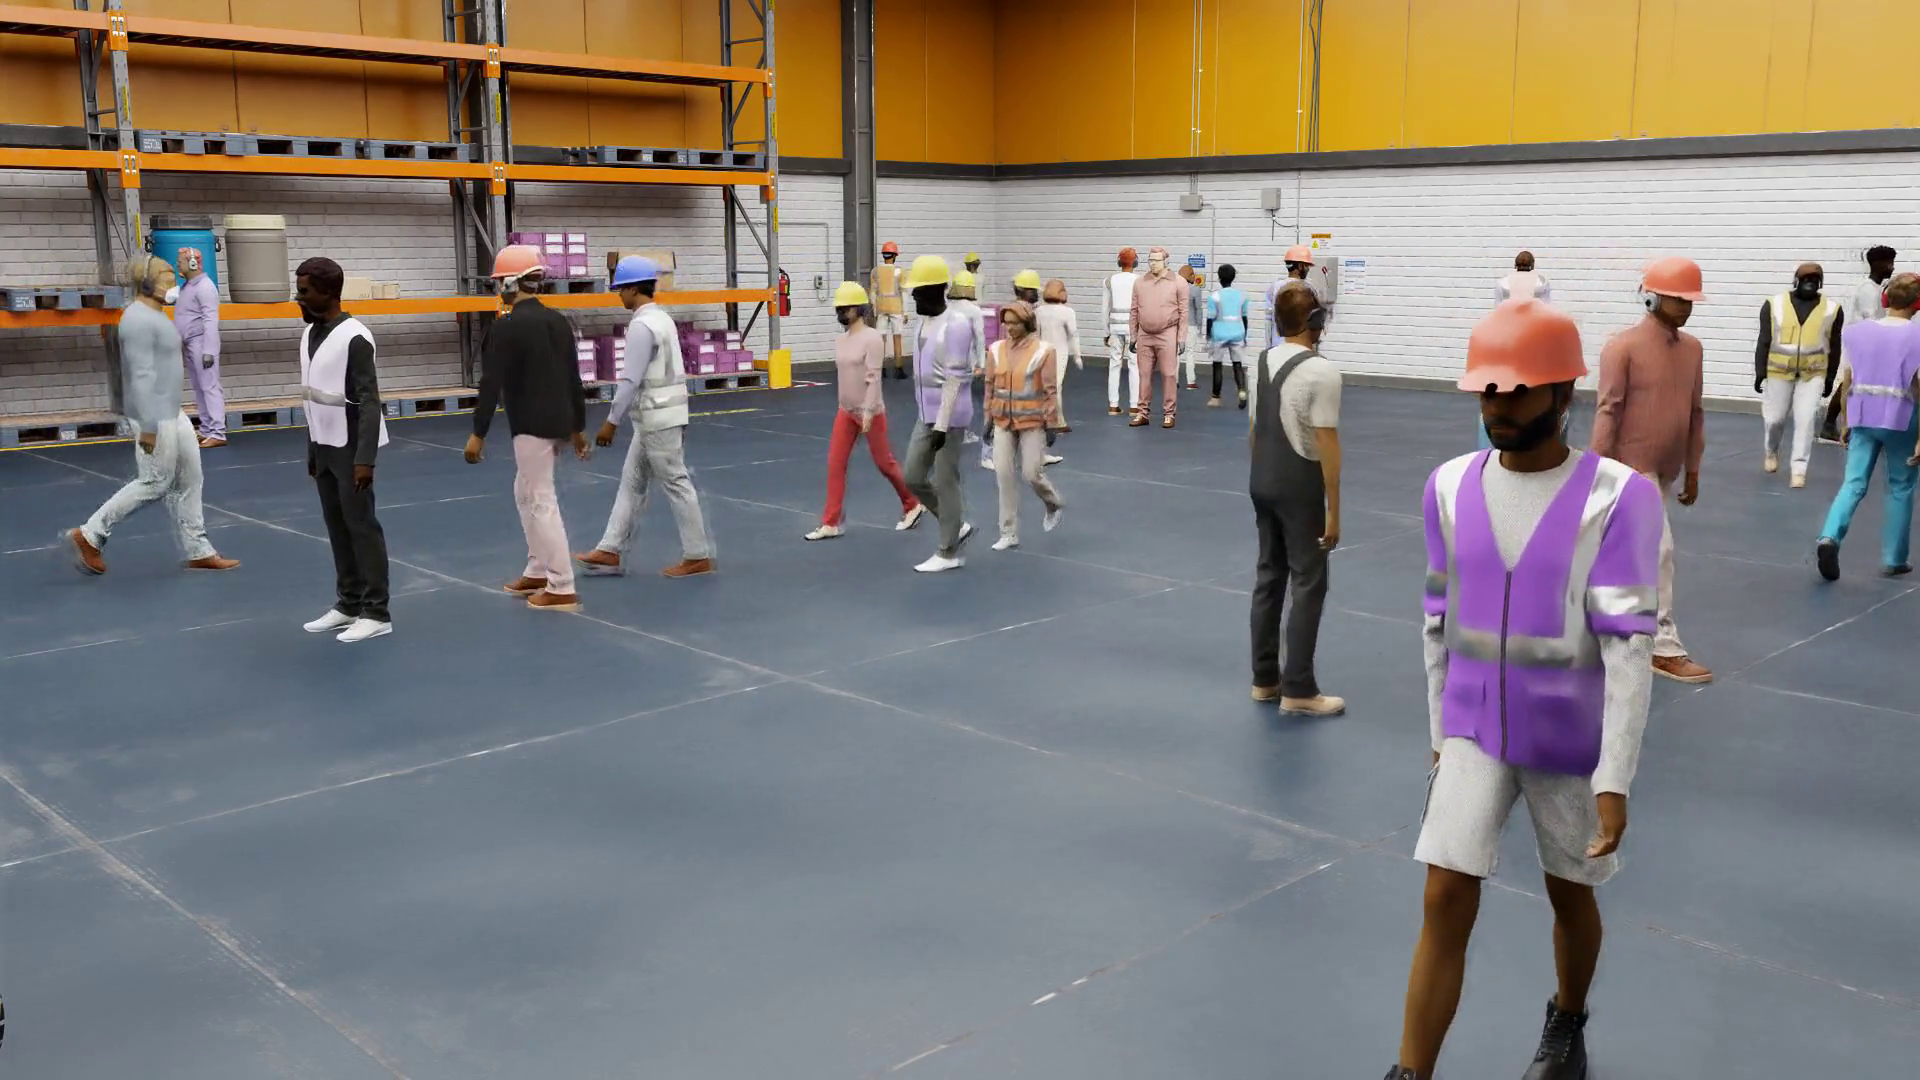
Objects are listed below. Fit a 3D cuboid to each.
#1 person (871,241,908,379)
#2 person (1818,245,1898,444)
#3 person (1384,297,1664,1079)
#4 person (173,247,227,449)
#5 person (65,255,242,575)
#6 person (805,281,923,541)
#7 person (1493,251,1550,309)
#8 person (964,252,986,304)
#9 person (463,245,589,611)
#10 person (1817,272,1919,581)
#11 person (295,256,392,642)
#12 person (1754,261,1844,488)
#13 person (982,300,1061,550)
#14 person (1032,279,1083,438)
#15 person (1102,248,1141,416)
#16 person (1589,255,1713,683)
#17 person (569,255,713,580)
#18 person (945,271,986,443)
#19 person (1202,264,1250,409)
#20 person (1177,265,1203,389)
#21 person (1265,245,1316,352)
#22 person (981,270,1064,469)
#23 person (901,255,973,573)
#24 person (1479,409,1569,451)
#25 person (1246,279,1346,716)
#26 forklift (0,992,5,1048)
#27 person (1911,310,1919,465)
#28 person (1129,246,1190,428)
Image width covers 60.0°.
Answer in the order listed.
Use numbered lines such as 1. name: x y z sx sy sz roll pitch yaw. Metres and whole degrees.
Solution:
1. person: -0.982 -3.227 23.434 0.544 1.935 0.361 3 11 16
2. person: 8.815 -1.847 15.933 0.985 1.914 0.619 6 12 30
3. person: 1.204 0.431 3.609 0.570 1.883 0.978 9 14 40
4. person: -7.283 -1.829 15.884 0.402 1.911 0.639 -8 13 -38
5. person: -4.804 -0.711 9.794 0.850 1.916 0.637 -3 11 -14
6. person: -0.634 -0.881 11.215 0.901 1.729 0.521 -10 14 -43
7. person: 6.468 -2.404 19.198 0.624 1.844 0.430 4 11 20
8. person: 0.184 -3.413 24.906 0.313 1.767 0.533 9 13 39
9. person: -2.364 -0.598 9.012 0.726 1.965 0.649 3 11 17
10. person: 5.400 -0.656 9.742 0.852 1.821 0.572 -9 14 -40
11. person: -3.094 -0.454 8.357 0.591 1.916 0.383 10 14 43
12. person: 6.811 -1.357 13.545 0.629 1.819 0.693 5 11 25
13. person: 0.424 -0.753 10.823 0.523 1.618 0.561 6 12 29
14. person: 0.919 -1.822 16.699 0.501 1.596 0.837 9 14 40
15. person: 1.876 -2.335 18.707 0.600 1.880 0.356 5 12 27
16. person: 3.191 -0.371 7.868 0.623 1.945 1.007 -6 12 -29
17. person: -1.904 -0.697 9.717 0.946 1.892 0.598 -1 10 -3
18. person: -0.010 -1.716 15.869 0.488 1.691 0.910 6 12 31
19. person: 3.110 -2.371 19.420 0.573 1.696 0.429 -2 11 -11
20. person: 2.969 -2.799 21.945 0.513 1.629 0.281 7 12 32
21. person: 3.164 -1.825 15.796 0.376 1.929 0.551 -10 14 -44
22. person: 0.526 -1.460 14.400 0.736 1.720 0.552 3 11 14
23. person: -0.134 -0.742 9.950 0.447 1.906 0.581 -6 12 -31
24. person: 2.474 -0.085 7.242 0.521 1.584 0.847 -4 11 -22
25. person: 1.405 -0.166 7.017 0.372 1.831 0.567 -6 12 -30
26. forklift: -3.245 0.323 3.363 2.313 2.155 1.214 2 11 13
27. person: 8.547 -1.593 14.697 0.328 1.872 0.508 -3 11 -17
28. person: 2.074 -2.130 17.530 0.651 1.904 0.403 5 12 27
